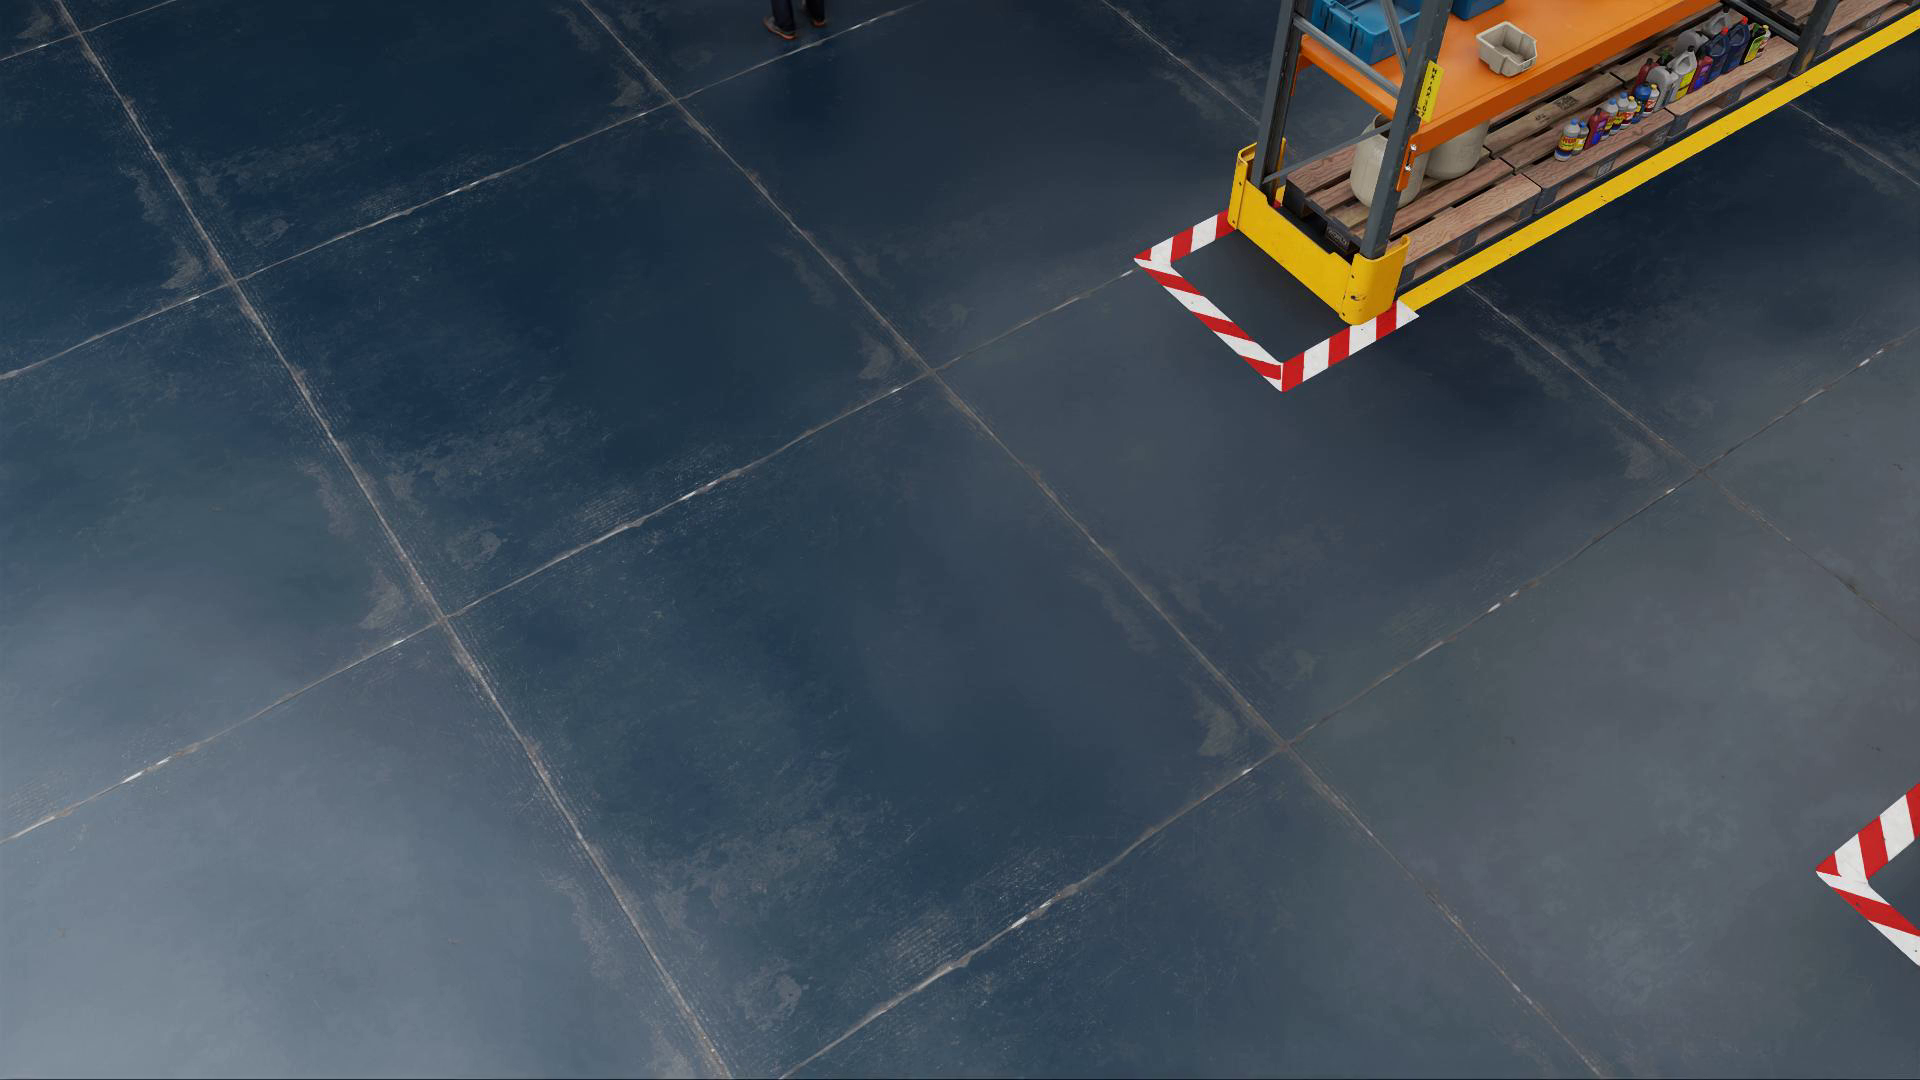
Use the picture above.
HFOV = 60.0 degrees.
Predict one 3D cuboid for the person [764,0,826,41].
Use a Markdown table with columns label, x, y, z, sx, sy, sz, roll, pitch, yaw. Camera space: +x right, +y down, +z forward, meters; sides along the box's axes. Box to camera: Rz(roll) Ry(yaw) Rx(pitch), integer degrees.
| label | x | y | z | sx | sy | sz | roll | pitch | yaw |
| --- | --- | --- | --- | --- | --- | --- | --- | --- | --- |
| person | -1.137 | -4.116 | 10.767 | 0.481 | 1.815 | 0.701 | -30 | 58 | -21 |
